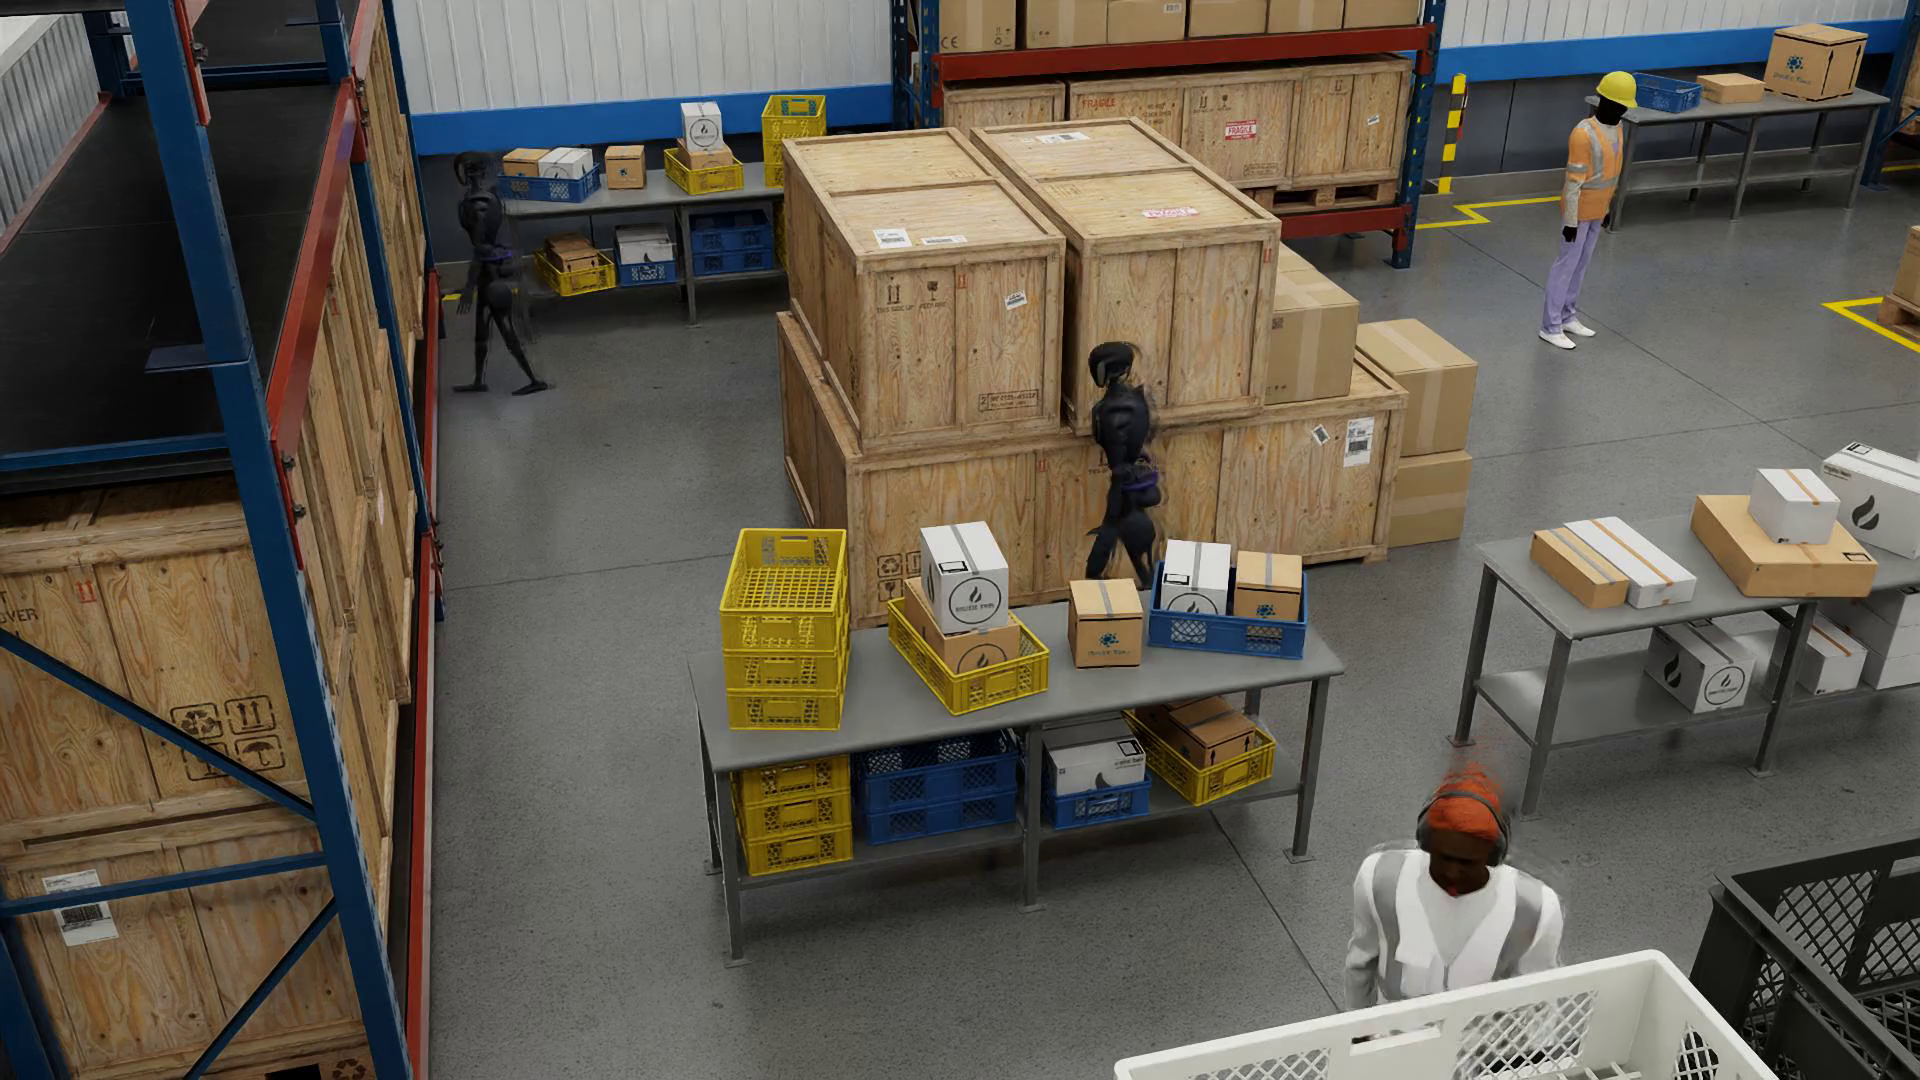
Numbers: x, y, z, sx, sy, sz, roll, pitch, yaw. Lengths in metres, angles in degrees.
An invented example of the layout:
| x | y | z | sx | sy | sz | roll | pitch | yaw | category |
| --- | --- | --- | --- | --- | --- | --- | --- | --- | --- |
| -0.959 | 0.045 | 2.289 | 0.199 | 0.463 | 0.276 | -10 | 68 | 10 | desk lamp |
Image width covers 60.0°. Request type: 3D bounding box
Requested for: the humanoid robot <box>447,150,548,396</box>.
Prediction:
| x | y | z | sx | sy | sz | roll | pitch | yaw | category |
| --- | --- | --- | --- | --- | --- | --- | --- | --- | --- |
| -3.059 | -1.701 | 10.772 | 0.538 | 1.655 | 0.574 | -13 | 31 | -22 | humanoid robot |

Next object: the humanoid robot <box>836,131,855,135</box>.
| x | y | z | sx | sy | sz | roll | pitch | yaw | category |
| --- | --- | --- | --- | --- | --- | --- | --- | --- | --- |
| -0.736 | -1.923 | 11.147 | 0.351 | 1.651 | 0.565 | 18 | 34 | 30 | humanoid robot |

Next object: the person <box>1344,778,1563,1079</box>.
| x | y | z | sx | sy | sz | roll | pitch | yaw | category |
| --- | --- | --- | --- | --- | --- | --- | --- | --- | --- |
| 1.391 | 1.459 | 4.848 | 0.588 | 1.840 | 0.977 | 8 | 30 | 14 | person |

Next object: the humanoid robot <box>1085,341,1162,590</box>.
| x | y | z | sx | sy | sz | roll | pitch | yaw | category |
| --- | --- | --- | --- | --- | --- | --- | --- | --- | --- |
| 0.885 | -0.197 | 8.070 | 0.729 | 1.644 | 0.568 | -4 | 29 | -6 | humanoid robot |

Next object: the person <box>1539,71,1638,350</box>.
| x | y | z | sx | sy | sz | roll | pitch | yaw | category |
| --- | --- | --- | --- | --- | --- | --- | --- | --- | --- |
| 4.378 | -2.297 | 11.577 | 0.373 | 1.918 | 0.584 | 25 | 37 | 37 | person |
